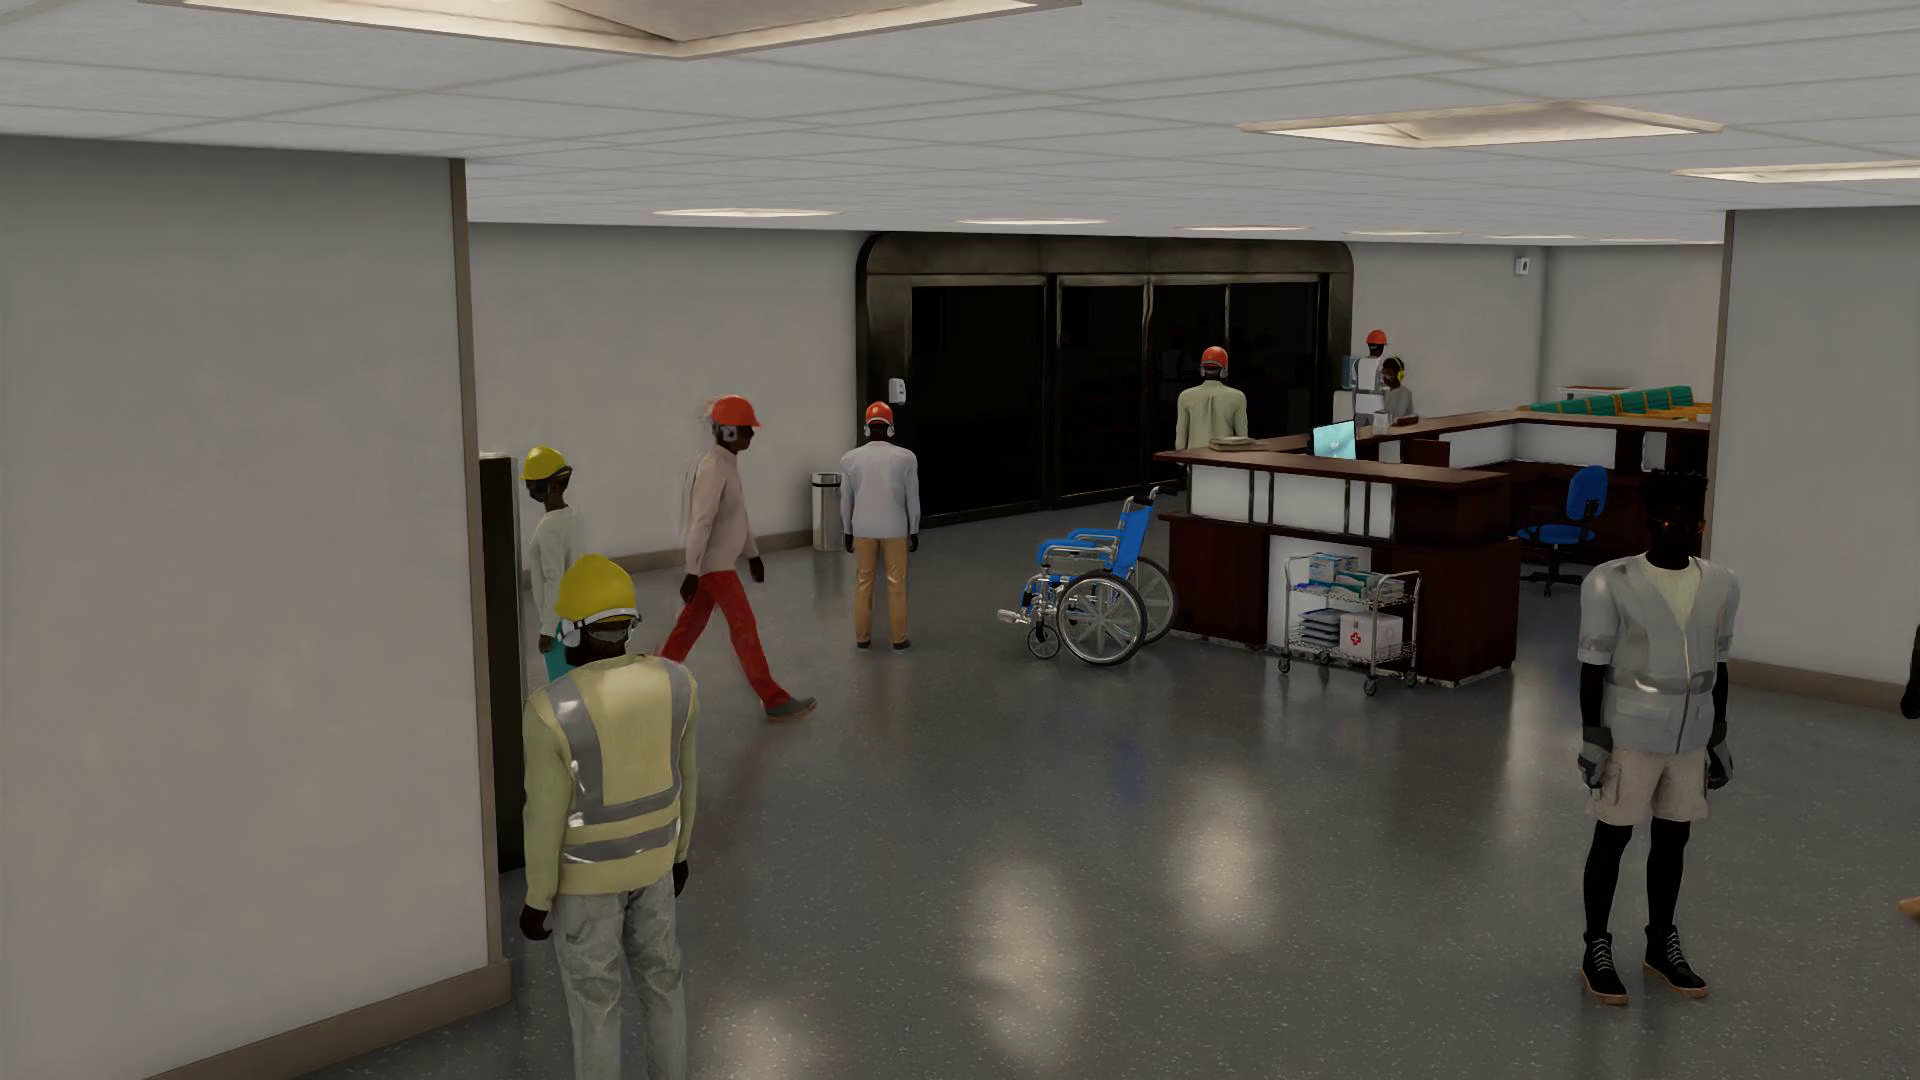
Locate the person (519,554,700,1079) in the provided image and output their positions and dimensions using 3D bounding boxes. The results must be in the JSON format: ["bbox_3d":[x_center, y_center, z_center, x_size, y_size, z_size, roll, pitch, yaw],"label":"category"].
[{"bbox_3d":[-1.045,0.949,4.920,0.403,1.835,0.588,9,13,42],"label":"person"}]

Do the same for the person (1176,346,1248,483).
[{"bbox_3d":[2.178,-0.678,14.400,0.619,1.992,0.396,2,9,13],"label":"person"}]

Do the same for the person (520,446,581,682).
[{"bbox_3d":[-2.066,0.399,8.506,0.327,1.765,0.529,0,9,0],"label":"person"}]

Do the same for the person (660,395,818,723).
[{"bbox_3d":[-1.401,0.120,9.724,1.043,1.933,0.649,-1,9,-6],"label":"person"}]

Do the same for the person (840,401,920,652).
[{"bbox_3d":[-0.549,-0.091,11.573,0.564,1.743,0.352,1,9,8],"label":"person"}]

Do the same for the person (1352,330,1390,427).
[{"bbox_3d":[4.983,-1.568,20.083,0.393,1.929,0.546,-9,13,-43],"label":"person"}]

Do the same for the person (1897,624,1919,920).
[{"bbox_3d":[4.102,0.649,6.799,0.799,1.815,0.650,-2,9,-10],"label":"person"}]

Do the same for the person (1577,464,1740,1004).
[{"bbox_3d":[2.529,0.699,6.046,0.607,1.966,0.367,-2,9,-10],"label":"person"}]
